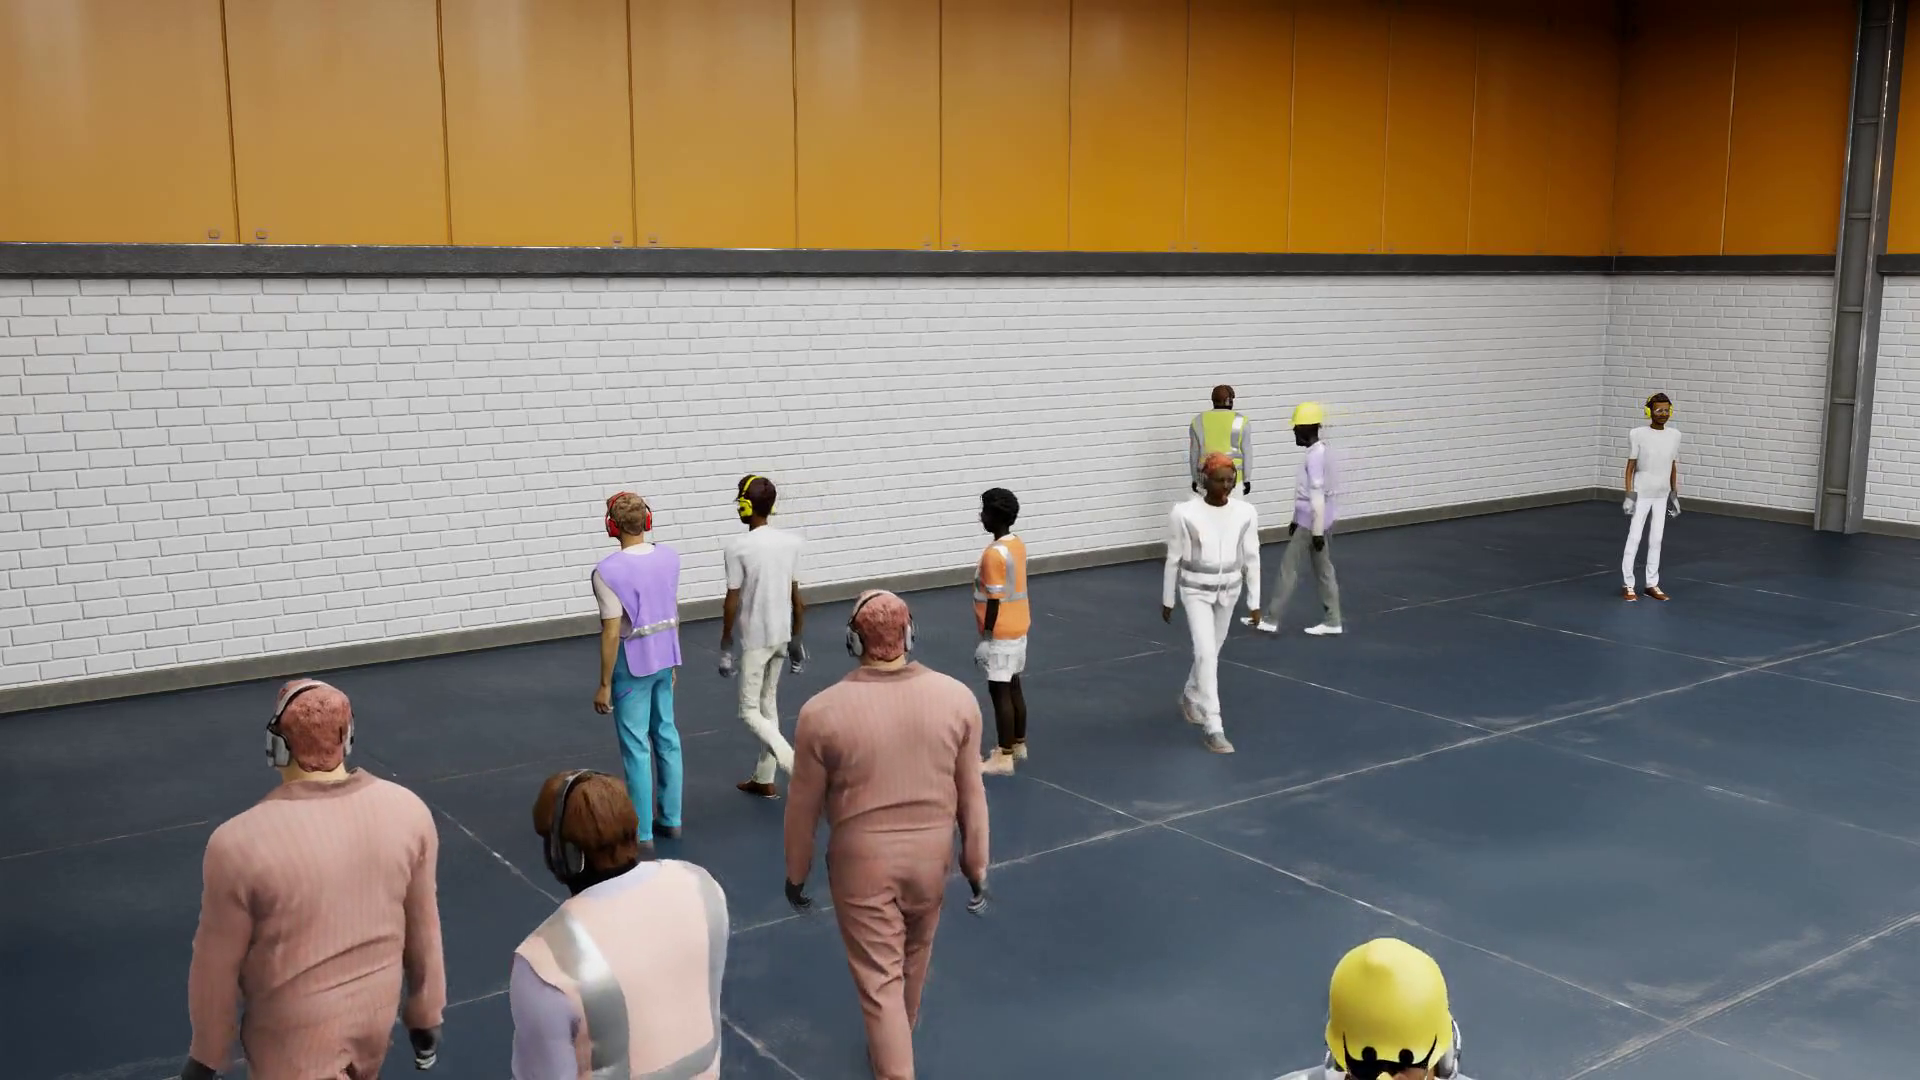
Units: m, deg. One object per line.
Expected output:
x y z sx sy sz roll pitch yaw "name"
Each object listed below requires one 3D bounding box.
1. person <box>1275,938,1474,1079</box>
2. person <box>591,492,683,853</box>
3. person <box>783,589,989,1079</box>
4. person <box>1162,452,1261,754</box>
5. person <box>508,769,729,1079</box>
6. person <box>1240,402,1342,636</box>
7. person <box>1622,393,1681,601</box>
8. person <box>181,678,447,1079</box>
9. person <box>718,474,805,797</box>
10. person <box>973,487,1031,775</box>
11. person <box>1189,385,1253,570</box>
0.786 1.584 2.985 0.612 1.778 0.928 1 9 5 "person"
-1.620 0.675 8.440 0.397 1.840 0.564 6 11 32 "person"
-0.292 1.089 5.796 0.673 1.860 0.950 -3 10 -20 "person"
1.566 0.346 10.514 0.577 1.838 0.976 -2 10 -14 "person"
-0.777 1.422 3.884 0.482 1.822 0.632 7 11 35 "person"
2.701 -0.161 13.418 0.884 1.893 0.608 3 10 17 "person"
6.188 -0.383 14.869 0.518 1.874 0.326 -1 9 -6 "person"
-1.706 1.302 4.511 0.977 1.864 0.641 6 11 34 "person"
-1.029 0.569 9.095 0.687 1.854 0.513 8 12 41 "person"
0.243 0.537 9.754 0.316 1.690 0.574 3 10 18 "person"
2.570 -0.603 16.335 0.619 1.839 0.430 4 10 22 "person"
